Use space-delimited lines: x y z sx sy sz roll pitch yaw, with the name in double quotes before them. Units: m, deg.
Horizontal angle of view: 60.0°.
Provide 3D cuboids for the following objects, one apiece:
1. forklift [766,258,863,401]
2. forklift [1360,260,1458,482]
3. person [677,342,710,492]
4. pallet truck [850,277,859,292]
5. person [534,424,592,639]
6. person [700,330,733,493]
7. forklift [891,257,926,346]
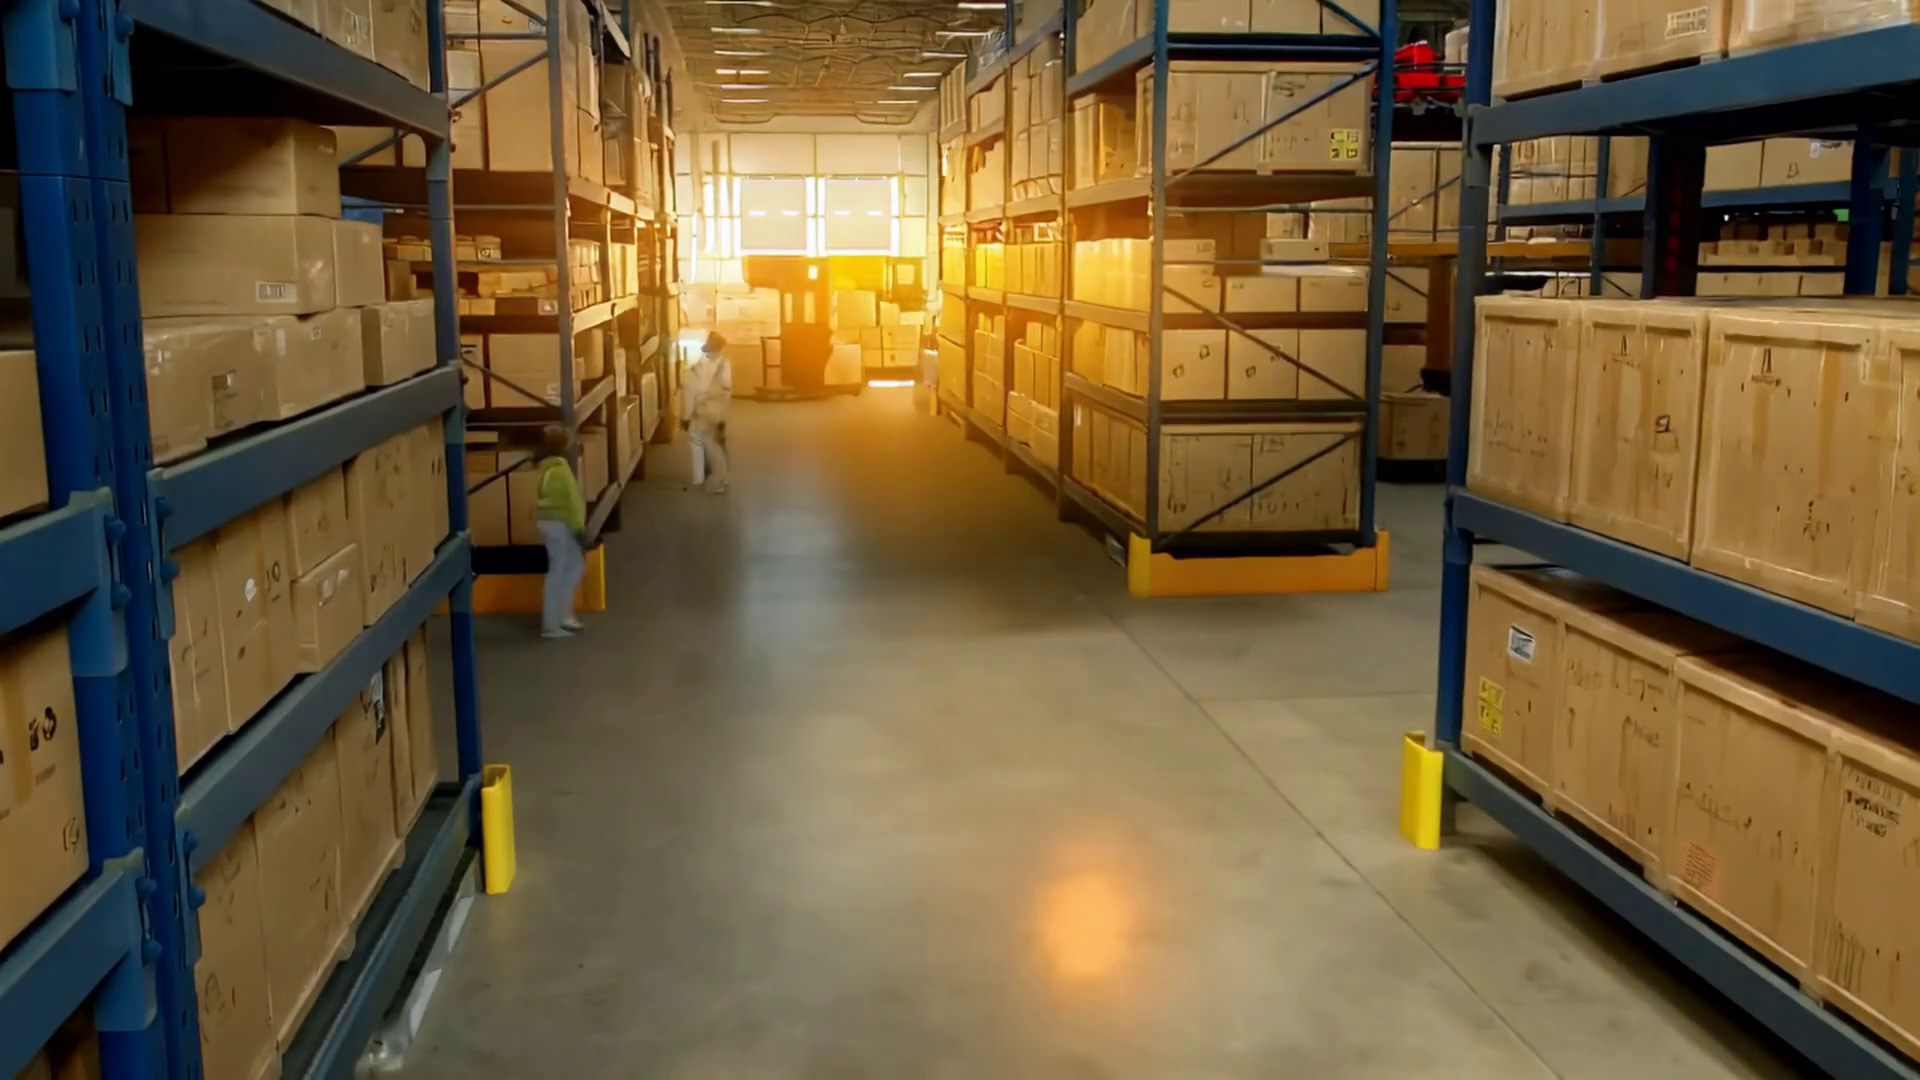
"forklift" -2.961 -4.255 33.337 1.873 2.768 1.129 -10 14 -44
"forklift" 6.258 -2.206 21.407 1.873 2.768 1.129 -1 10 -7
"person" -3.242 -1.511 20.401 0.429 1.838 0.622 3 10 15
"pallet truck" -3.782 -9.391 65.808 1.885 1.965 0.823 2 10 10
"person" -2.991 -0.059 12.593 0.486 1.618 0.560 -4 11 -24
"person" -2.993 -1.552 20.195 0.403 2.003 0.700 -8 12 -37
"forklift" -1.692 -7.555 52.548 1.129 2.768 1.873 -1 10 -7
